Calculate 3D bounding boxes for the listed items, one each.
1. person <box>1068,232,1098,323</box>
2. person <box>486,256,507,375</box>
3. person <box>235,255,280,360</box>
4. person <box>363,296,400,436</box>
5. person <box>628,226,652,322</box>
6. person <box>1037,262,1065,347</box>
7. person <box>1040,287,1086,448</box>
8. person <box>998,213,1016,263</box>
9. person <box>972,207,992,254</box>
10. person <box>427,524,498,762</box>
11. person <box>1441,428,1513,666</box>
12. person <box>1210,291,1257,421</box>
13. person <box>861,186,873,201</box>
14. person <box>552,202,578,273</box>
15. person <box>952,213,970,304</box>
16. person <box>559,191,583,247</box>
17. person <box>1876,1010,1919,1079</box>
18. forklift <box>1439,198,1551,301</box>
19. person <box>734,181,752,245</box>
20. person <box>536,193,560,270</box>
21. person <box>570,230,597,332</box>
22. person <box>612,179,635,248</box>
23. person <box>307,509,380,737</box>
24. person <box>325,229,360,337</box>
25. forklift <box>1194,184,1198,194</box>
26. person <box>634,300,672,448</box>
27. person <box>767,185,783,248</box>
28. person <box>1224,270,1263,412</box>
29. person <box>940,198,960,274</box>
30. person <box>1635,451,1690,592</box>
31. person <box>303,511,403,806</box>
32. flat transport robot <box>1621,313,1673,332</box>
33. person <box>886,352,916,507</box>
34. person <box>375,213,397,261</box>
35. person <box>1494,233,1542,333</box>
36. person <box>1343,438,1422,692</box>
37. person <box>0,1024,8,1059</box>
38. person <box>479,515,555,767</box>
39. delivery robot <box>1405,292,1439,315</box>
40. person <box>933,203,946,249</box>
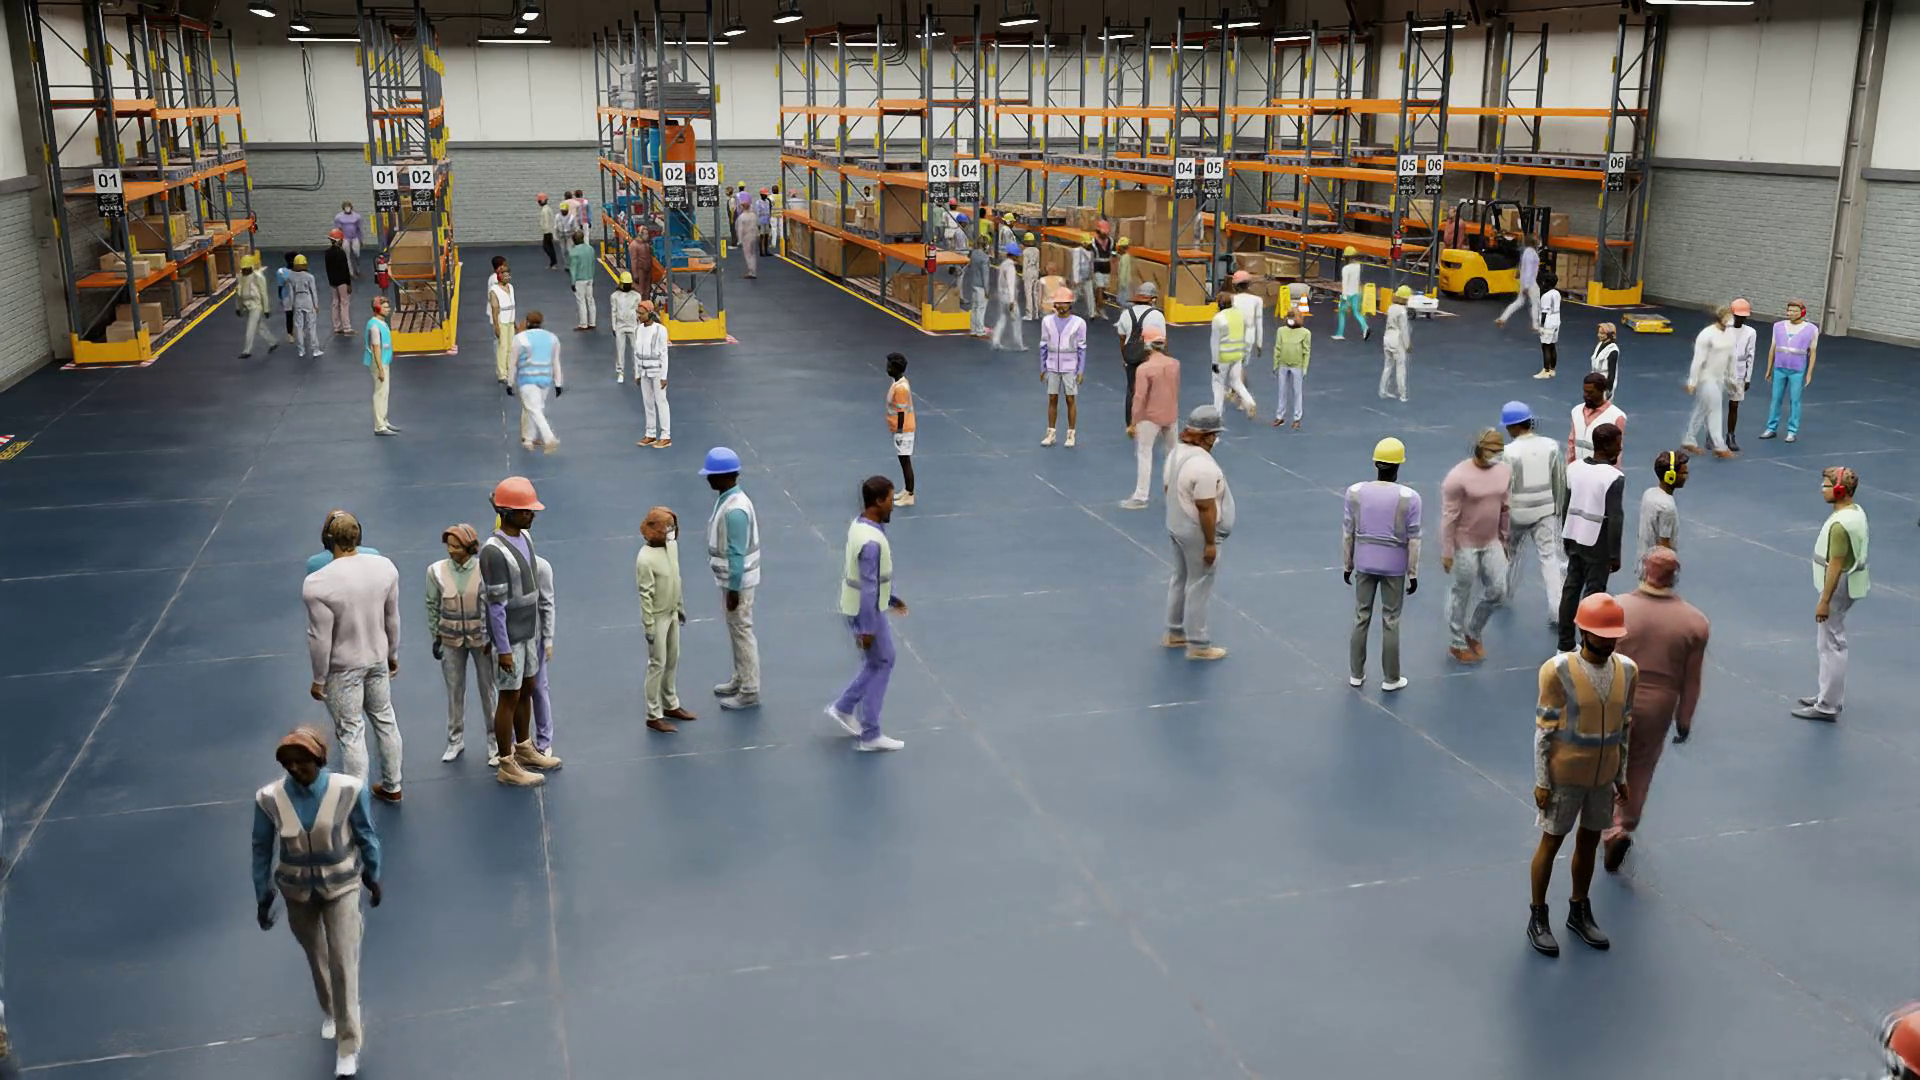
[{"bbox_3d":[2.407,-5.239,33.148,0.607,1.796,0.841,-13,20,-40],"label":"person"},{"bbox_3d":[-7.425,-3.616,26.802,0.400,1.915,0.591,-6,16,-20],"label":"person"},{"bbox_3d":[-12.116,-4.028,28.607,0.596,1.787,0.904,8,17,27],"label":"person"},{"bbox_3d":[-7.672,-2.300,21.996,0.392,1.836,0.561,-3,15,-12],"label":"person"},{"bbox_3d":[-6.318,-5.289,33.130,0.401,1.896,0.650,5,16,18],"label":"person"},{"bbox_3d":[1.599,-4.041,28.998,0.534,1.601,0.815,-2,15,-6],"label":"person"},{"bbox_3d":[1.297,-2.193,21.177,0.607,2.048,0.370,6,16,21],"label":"person"},{"bbox_3d":[1.085,-6.560,38.051,0.404,1.824,0.586,-2,15,-9],"label":"person"},{"bbox_3d":[0.550,-7.552,42.039,0.549,1.678,0.535,-4,15,-14],"label":"person"},{"bbox_3d":[-3.288,0.682,11.147,0.514,1.636,0.315,-1,15,-5],"label":"person"},{"bbox_3d":[4.014,0.059,12.951,0.668,1.915,0.455,-6,16,-22],"label":"person"},{"bbox_3d":[3.718,-2.494,22.762,0.638,1.817,0.679,-9,17,-30],"label":"person"},{"bbox_3d":[-2.708,-9.541,49.197,0.509,1.861,0.325,9,17,31],"label":"person"},{"bbox_3d":[-10.059,-7.698,42.346,0.607,1.806,0.598,1,15,4],"label":"person"},{"bbox_3d":[0.017,-6.097,36.058,0.391,1.948,0.605,-2,15,-6],"label":"person"},{"bbox_3d":[-11.003,-8.928,46.968,0.645,1.812,0.548,-7,16,-25],"label":"person"},{"bbox_3d":[2.892,2.195,5.280,0.593,1.727,0.590,0,15,0],"label":"person"},{"bbox_3d":[11.913,-6.508,37.130,2.313,2.155,1.214,-4,15,-15],"label":"forklift"},{"bbox_3d":[-6.607,-9.949,50.592,0.594,1.924,0.382,-10,18,-33],"label":"person"},{"bbox_3d":[-10.679,-7.972,43.061,0.478,1.983,0.643,-2,15,-8],"label":"person"},{"bbox_3d":[-7.200,-4.939,31.746,0.372,1.930,0.631,8,17,28],"label":"person"},{"bbox_3d":[-9.991,-9.733,49.562,0.683,2.000,0.538,-3,15,-13],"label":"person"},{"bbox_3d":[-4.214,0.588,11.502,0.498,1.634,0.278,-8,17,-27],"label":"person"},{"bbox_3d":[-11.594,-4.807,31.112,0.612,1.995,0.377,10,18,34],"label":"person"},{"bbox_3d":[7.392,-11.333,53.972,1.873,2.768,1.129,-4,15,-15],"label":"forklift"},{"bbox_3d":[-3.933,-2.114,21.213,0.576,1.879,0.356,11,18,35],"label":"person"},{"bbox_3d":[-5.492,-9.660,49.672,0.625,1.844,0.429,-10,18,-33],"label":"person"},{"bbox_3d":[4.001,-2.856,23.809,0.624,1.985,1.090,-4,15,-16],"label":"person"},{"bbox_3d":[-0.200,-7.764,42.472,0.562,1.891,1.017,-2,15,-8],"label":"person"},{"bbox_3d":[5.172,0.252,12.316,0.315,1.870,0.533,1,15,5],"label":"person"},{"bbox_3d":[-3.721,0.768,10.243,0.363,1.939,0.636,10,18,33],"label":"person"},{"bbox_3d":[13.291,-4.215,32.189,0.652,0.197,1.431,3,15,10],"label":"flat transport robot"},{"bbox_3d":[-0.648,-1.210,18.171,0.323,1.690,0.536,-1,15,-5],"label":"person"},{"bbox_3d":[-14.526,-7.769,42.259,0.384,1.993,0.622,9,17,29],"label":"person"},{"bbox_3d":[10.710,-4.874,31.553,0.939,1.907,0.624,2,15,9],"label":"person"},{"bbox_3d":[3.152,0.186,12.455,0.585,1.928,0.368,8,17,29],"label":"person"},{"bbox_3d":[-4.738,1.515,7.606,0.590,1.860,0.843,-14,20,-42],"label":"person"},{"bbox_3d":[-2.933,0.648,11.018,0.522,1.772,0.300,2,15,8],"label":"person"},{"bbox_3d":[9.253,-4.747,33.467,0.707,0.478,0.477,1,15,4],"label":"delivery robot"},{"bbox_3d":[-0.549,-8.812,46.875,0.497,1.634,0.278,13,20,40],"label":"person"}]
